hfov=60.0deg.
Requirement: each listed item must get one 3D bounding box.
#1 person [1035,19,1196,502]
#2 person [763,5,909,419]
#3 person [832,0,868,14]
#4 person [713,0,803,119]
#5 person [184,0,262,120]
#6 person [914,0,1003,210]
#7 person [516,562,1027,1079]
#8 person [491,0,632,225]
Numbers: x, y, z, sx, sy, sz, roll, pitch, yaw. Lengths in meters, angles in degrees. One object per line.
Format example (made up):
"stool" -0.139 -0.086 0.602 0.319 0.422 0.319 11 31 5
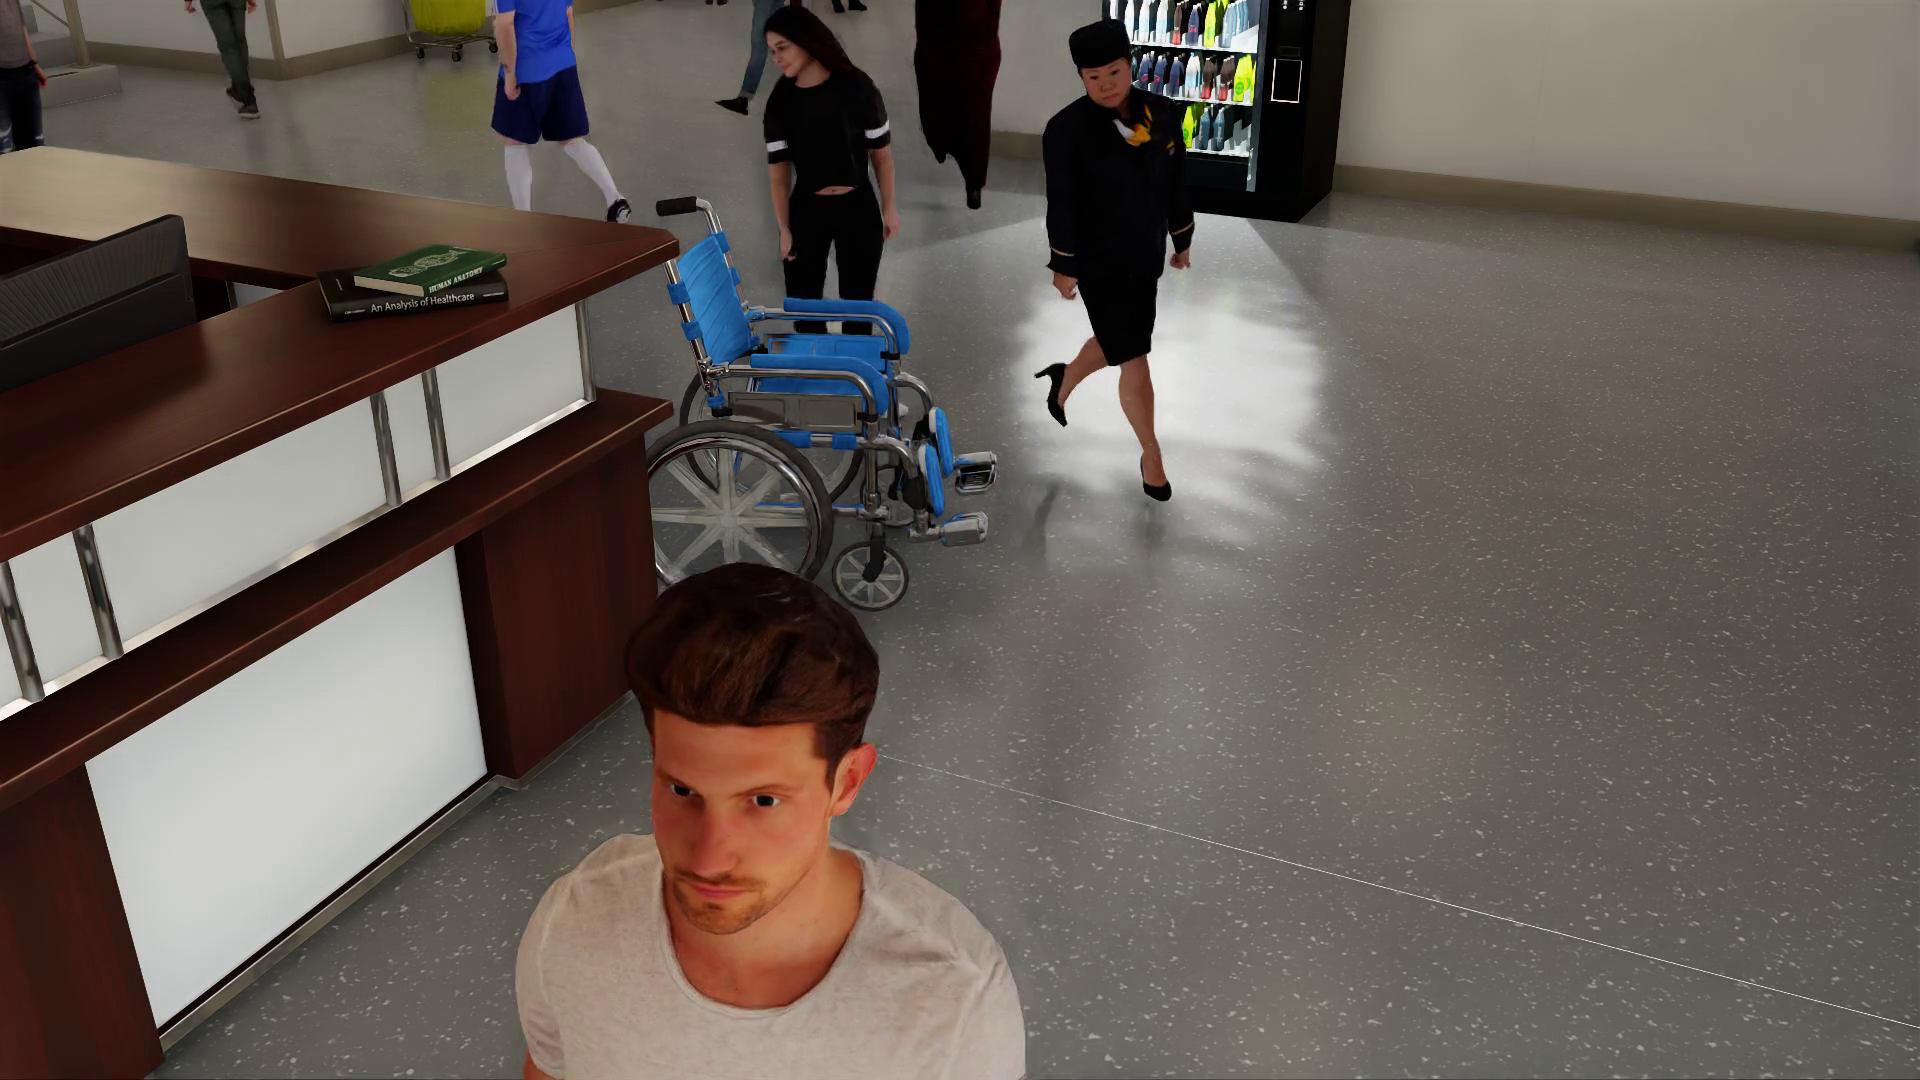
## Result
"person" 0.512 -0.966 5.809 1.063 1.630 1.171 -17 30 -31
"person" -0.436 -1.226 6.370 0.726 1.611 0.845 -10 28 -20
"person" -1.126 -6.124 16.305 0.740 1.804 0.772 -15 30 -29
"person" -1.265 -3.881 11.686 1.035 1.775 1.176 -21 33 -36
"person" -5.127 -3.775 11.635 0.829 1.628 1.058 -22 33 -38
"person" -0.035 -2.801 9.493 1.044 1.735 1.018 -3 26 -7
"person" -0.176 0.834 1.801 1.132 1.869 0.837 7 27 15
"person" -2.102 -2.392 8.553 1.208 1.814 0.851 19 32 34
